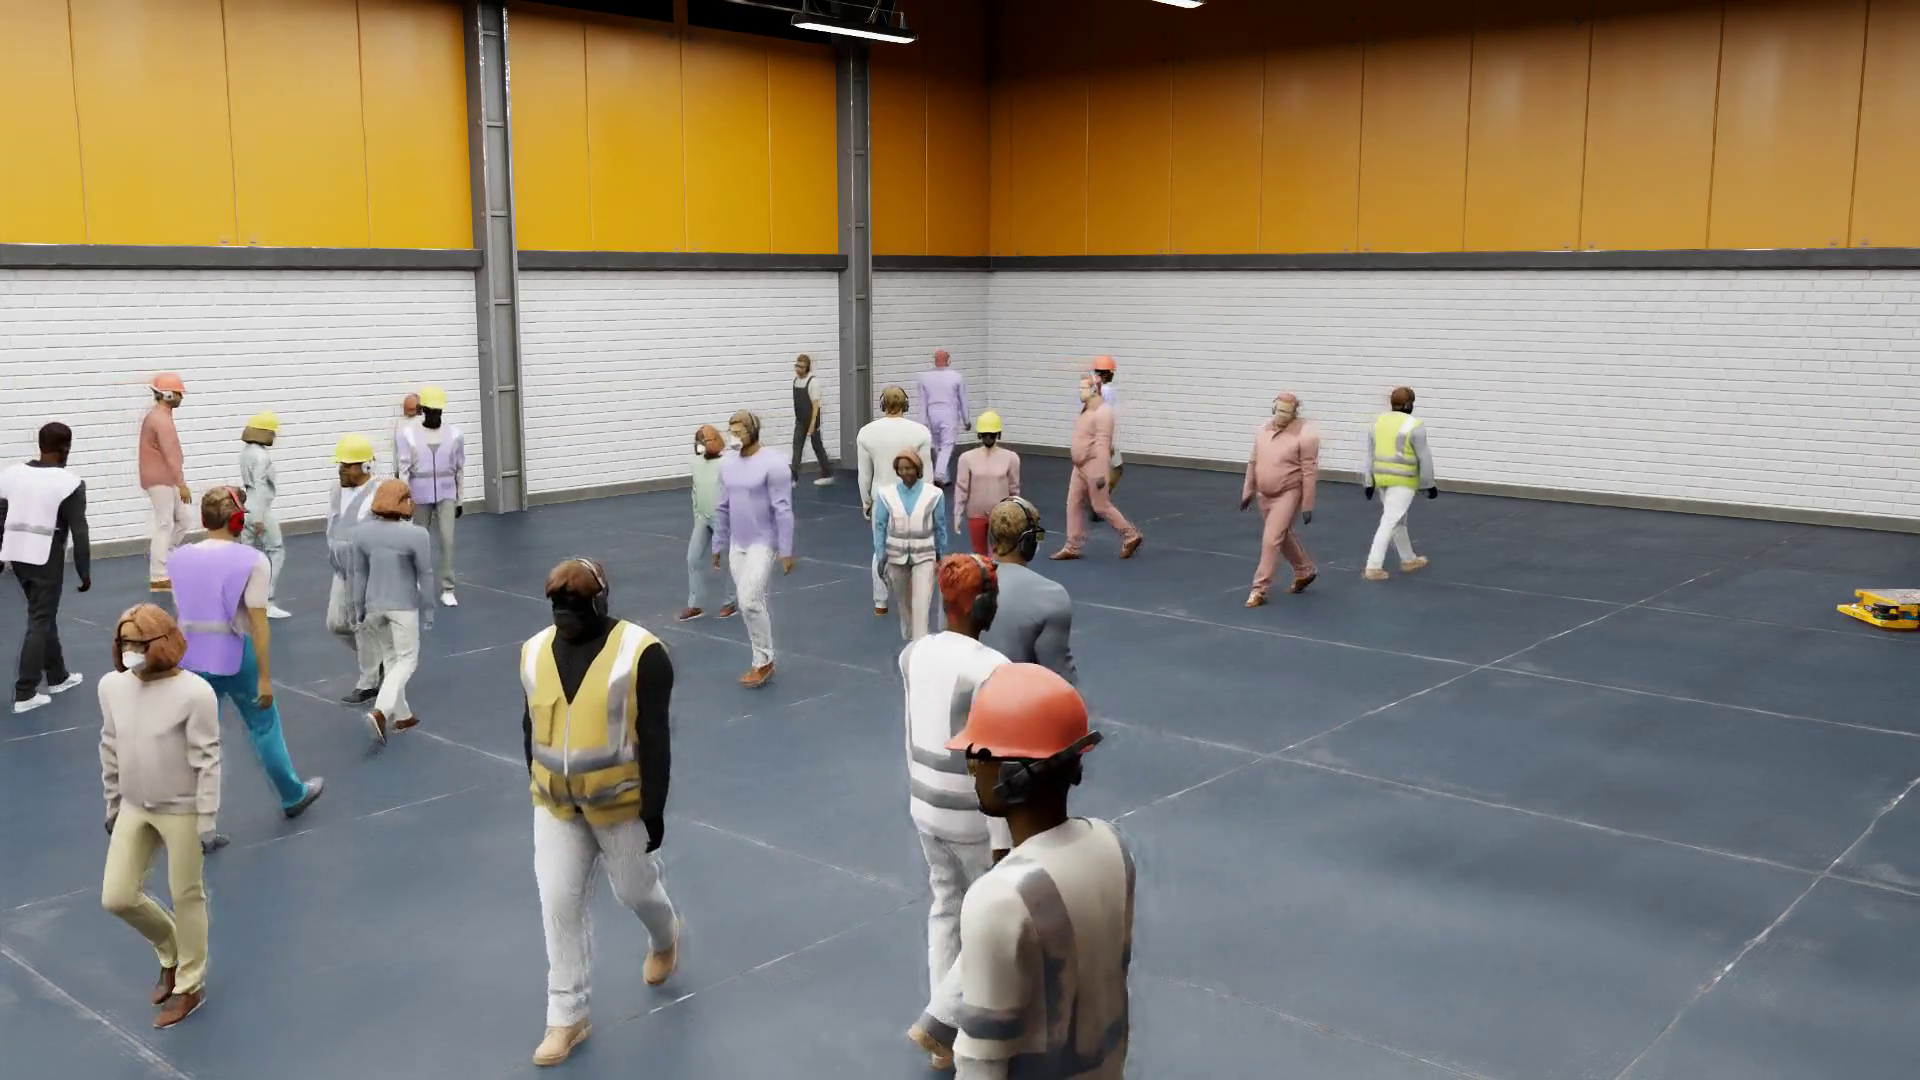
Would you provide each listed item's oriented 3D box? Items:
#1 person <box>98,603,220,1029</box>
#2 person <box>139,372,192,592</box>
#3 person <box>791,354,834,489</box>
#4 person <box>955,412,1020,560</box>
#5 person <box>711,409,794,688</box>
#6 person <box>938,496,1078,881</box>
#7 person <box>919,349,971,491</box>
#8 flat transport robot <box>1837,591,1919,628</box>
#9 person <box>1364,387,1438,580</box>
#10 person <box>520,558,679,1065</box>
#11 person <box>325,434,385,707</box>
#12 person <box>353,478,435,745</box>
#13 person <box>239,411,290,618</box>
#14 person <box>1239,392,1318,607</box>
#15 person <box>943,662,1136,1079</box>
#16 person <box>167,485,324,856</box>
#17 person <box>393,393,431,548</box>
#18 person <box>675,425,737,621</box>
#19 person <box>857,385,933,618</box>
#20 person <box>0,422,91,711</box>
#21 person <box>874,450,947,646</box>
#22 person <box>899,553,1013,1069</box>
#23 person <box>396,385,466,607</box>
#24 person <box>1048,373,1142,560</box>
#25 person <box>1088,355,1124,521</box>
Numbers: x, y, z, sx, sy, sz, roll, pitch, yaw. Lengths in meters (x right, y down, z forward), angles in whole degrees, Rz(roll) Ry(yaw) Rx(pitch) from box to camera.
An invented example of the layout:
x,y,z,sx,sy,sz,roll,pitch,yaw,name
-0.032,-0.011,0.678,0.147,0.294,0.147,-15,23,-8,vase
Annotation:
x,y,z,sx,sy,sz,roll,pitch,yaw,name
-3.013,1.035,6.246,0.524,1.617,0.343,2,9,10,person
-7.126,-0.518,14.935,0.491,1.970,0.661,-5,10,-28,person
-2.019,-1.576,22.164,0.511,1.802,0.904,7,11,36,person
0.233,-0.220,13.849,0.535,1.718,0.933,1,9,4,person
-1.466,0.065,11.406,0.664,1.920,0.568,8,12,40,person
0.205,0.781,6.872,0.638,1.938,0.357,6,11,35,person
-0.232,-1.583,21.986,0.634,1.876,0.959,4,10,22,person
8.014,0.554,13.516,1.431,0.197,0.652,0,9,-1,flat transport robot
4.119,-0.530,15.591,0.949,1.796,0.630,-5,10,-29,person
-1.332,0.945,6.237,0.617,1.821,0.831,2,9,13,person
-3.929,0.195,10.949,0.605,1.810,0.459,5,11,31,person
-3.472,0.434,10.099,0.509,1.611,0.703,2,9,11,person
-5.796,-0.211,13.773,0.379,1.722,0.540,-8,12,-42,person
2.816,-0.367,14.419,0.963,1.864,0.682,-6,11,-35,person
0.237,1.269,3.558,0.681,2.023,0.621,5,10,26,person
-3.630,0.618,8.335,0.591,1.790,0.955,2,9,13,person
-5.553,-0.693,17.099,0.530,1.620,0.429,5,10,29,person
-2.060,-0.129,13.594,0.519,1.606,0.670,6,11,32,person
-0.528,-0.309,13.717,0.631,1.940,0.372,1,9,8,person
-6.031,0.156,11.040,0.649,1.862,0.870,2,9,13,person
-0.356,0.137,12.022,0.516,1.590,0.896,1,9,6,person
0.021,0.970,5.875,0.408,1.872,0.594,-7,11,-37,person
-4.592,-0.405,14.449,0.585,1.901,0.803,-4,10,-26,person
1.360,-0.722,16.514,0.881,1.875,0.651,-3,9,-18,person
1.659,-1.163,19.127,0.452,1.921,0.579,-5,10,-30,person
